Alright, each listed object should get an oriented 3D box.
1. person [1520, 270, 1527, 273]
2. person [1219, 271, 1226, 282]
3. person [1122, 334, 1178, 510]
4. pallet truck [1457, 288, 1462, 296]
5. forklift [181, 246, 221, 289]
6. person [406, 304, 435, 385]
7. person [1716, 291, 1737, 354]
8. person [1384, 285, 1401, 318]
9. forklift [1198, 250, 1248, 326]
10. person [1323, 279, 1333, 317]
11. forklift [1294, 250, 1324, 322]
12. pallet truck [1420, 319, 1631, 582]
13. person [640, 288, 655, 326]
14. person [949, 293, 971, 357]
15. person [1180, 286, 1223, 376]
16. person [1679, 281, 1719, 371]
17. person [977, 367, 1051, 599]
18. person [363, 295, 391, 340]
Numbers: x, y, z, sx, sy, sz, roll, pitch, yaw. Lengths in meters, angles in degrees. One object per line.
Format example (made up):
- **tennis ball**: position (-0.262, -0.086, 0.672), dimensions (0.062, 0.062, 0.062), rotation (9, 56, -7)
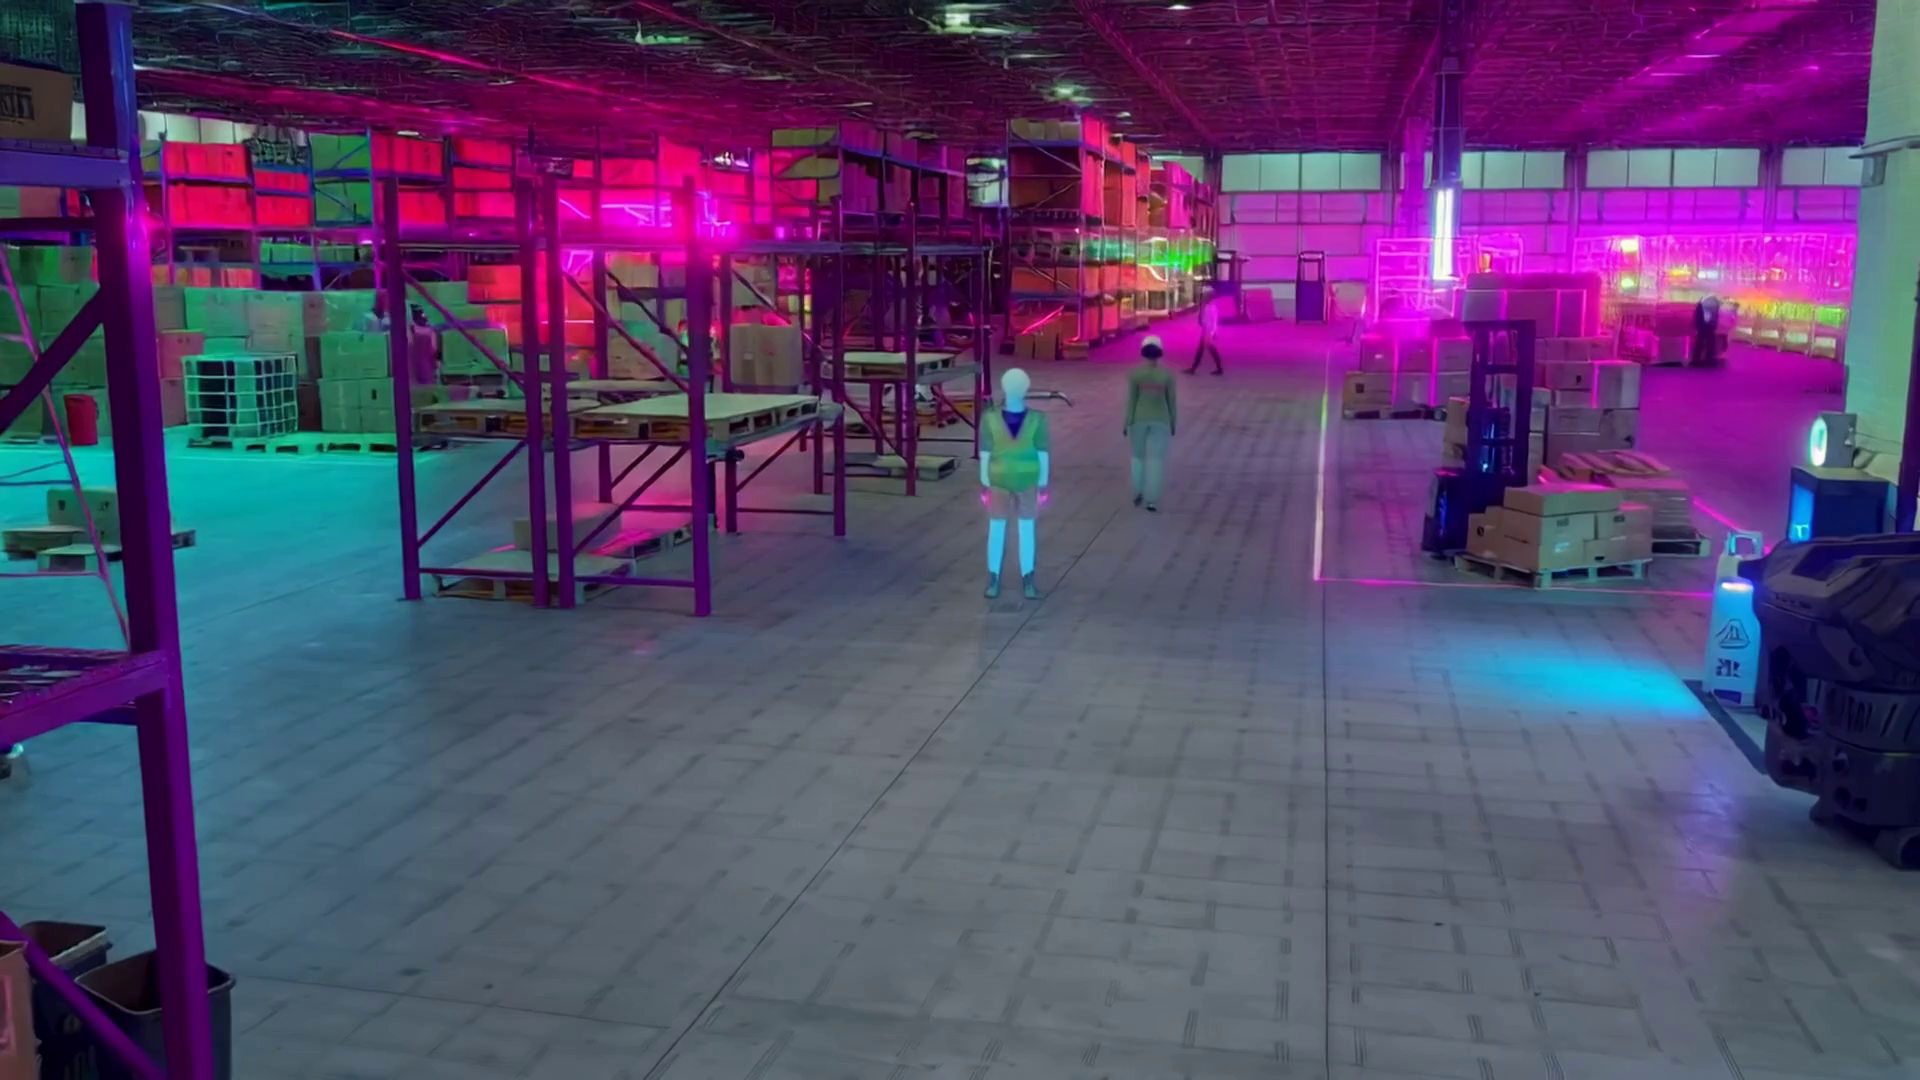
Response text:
- **person**: position (27.483, -12.162, 80.966), dimensions (0.959, 1.963, 0.633), rotation (-1, 10, -9)
- **person**: position (14.502, -13.887, 91.578), dimensions (1.174, 1.840, 0.628), rotation (5, 11, 25)
- **person**: position (1.899, -1.193, 16.643), dimensions (0.548, 1.722, 0.882), rotation (1, 10, 6)
- **pallet truck**: position (20.506, -9.785, 68.819), dimensions (0.653, 1.274, 1.630), rotation (2, 10, 12)
- **forklift**: position (-20.388, -6.521, 44.821), dimensions (1.129, 2.768, 1.873), rotation (3, 10, 15)
- **person**: position (-8.148, -2.629, 24.932), dimensions (0.810, 1.819, 0.518), rotation (6, 11, 33)
- **person**: position (19.990, -5.678, 43.439), dimensions (0.537, 1.672, 0.793), rotation (3, 10, 17)
- **person**: position (10.953, -5.528, 42.089), dimensions (0.615, 1.813, 0.425), rotation (-8, 12, -39)
- **forklift**: position (9.731, -9.338, 61.500), dimensions (1.129, 2.768, 1.873), rotation (8, 13, 40)
- **person**: position (15.648, -10.289, 70.819), dimensions (0.502, 1.632, 0.279), rotation (-2, 10, -10)
- **forklift**: position (13.778, -10.002, 65.433), dimensions (1.129, 2.768, 1.873), rotation (2, 10, 12)
- **pallet truck**: position (4.543, -0.757, 13.299), dimensions (0.823, 1.965, 1.885), rotation (-4, 10, -22)
- **person**: position (-5.958, -3.828, 31.704), dimensions (0.398, 1.918, 0.554), rotation (3, 10, 18)
- **person**: position (-0.011, -5.498, 42.408), dimensions (0.564, 1.645, 0.907), rotation (-3, 10, -17)
- **person**: position (5.166, -4.422, 35.296), dimensions (0.984, 1.890, 0.571), rotation (0, 10, -2)
- **person**: position (16.403, -4.748, 36.805), dimensions (0.915, 2.000, 0.709), rotation (4, 10, 23)
- **person**: position (0.394, -0.411, 12.129), dimensions (0.537, 1.698, 0.321), rotation (0, 10, 2)
- **person**: position (-9.773, -3.203, 28.167), dimensions (0.990, 1.858, 0.582), rotation (1, 10, 9)
